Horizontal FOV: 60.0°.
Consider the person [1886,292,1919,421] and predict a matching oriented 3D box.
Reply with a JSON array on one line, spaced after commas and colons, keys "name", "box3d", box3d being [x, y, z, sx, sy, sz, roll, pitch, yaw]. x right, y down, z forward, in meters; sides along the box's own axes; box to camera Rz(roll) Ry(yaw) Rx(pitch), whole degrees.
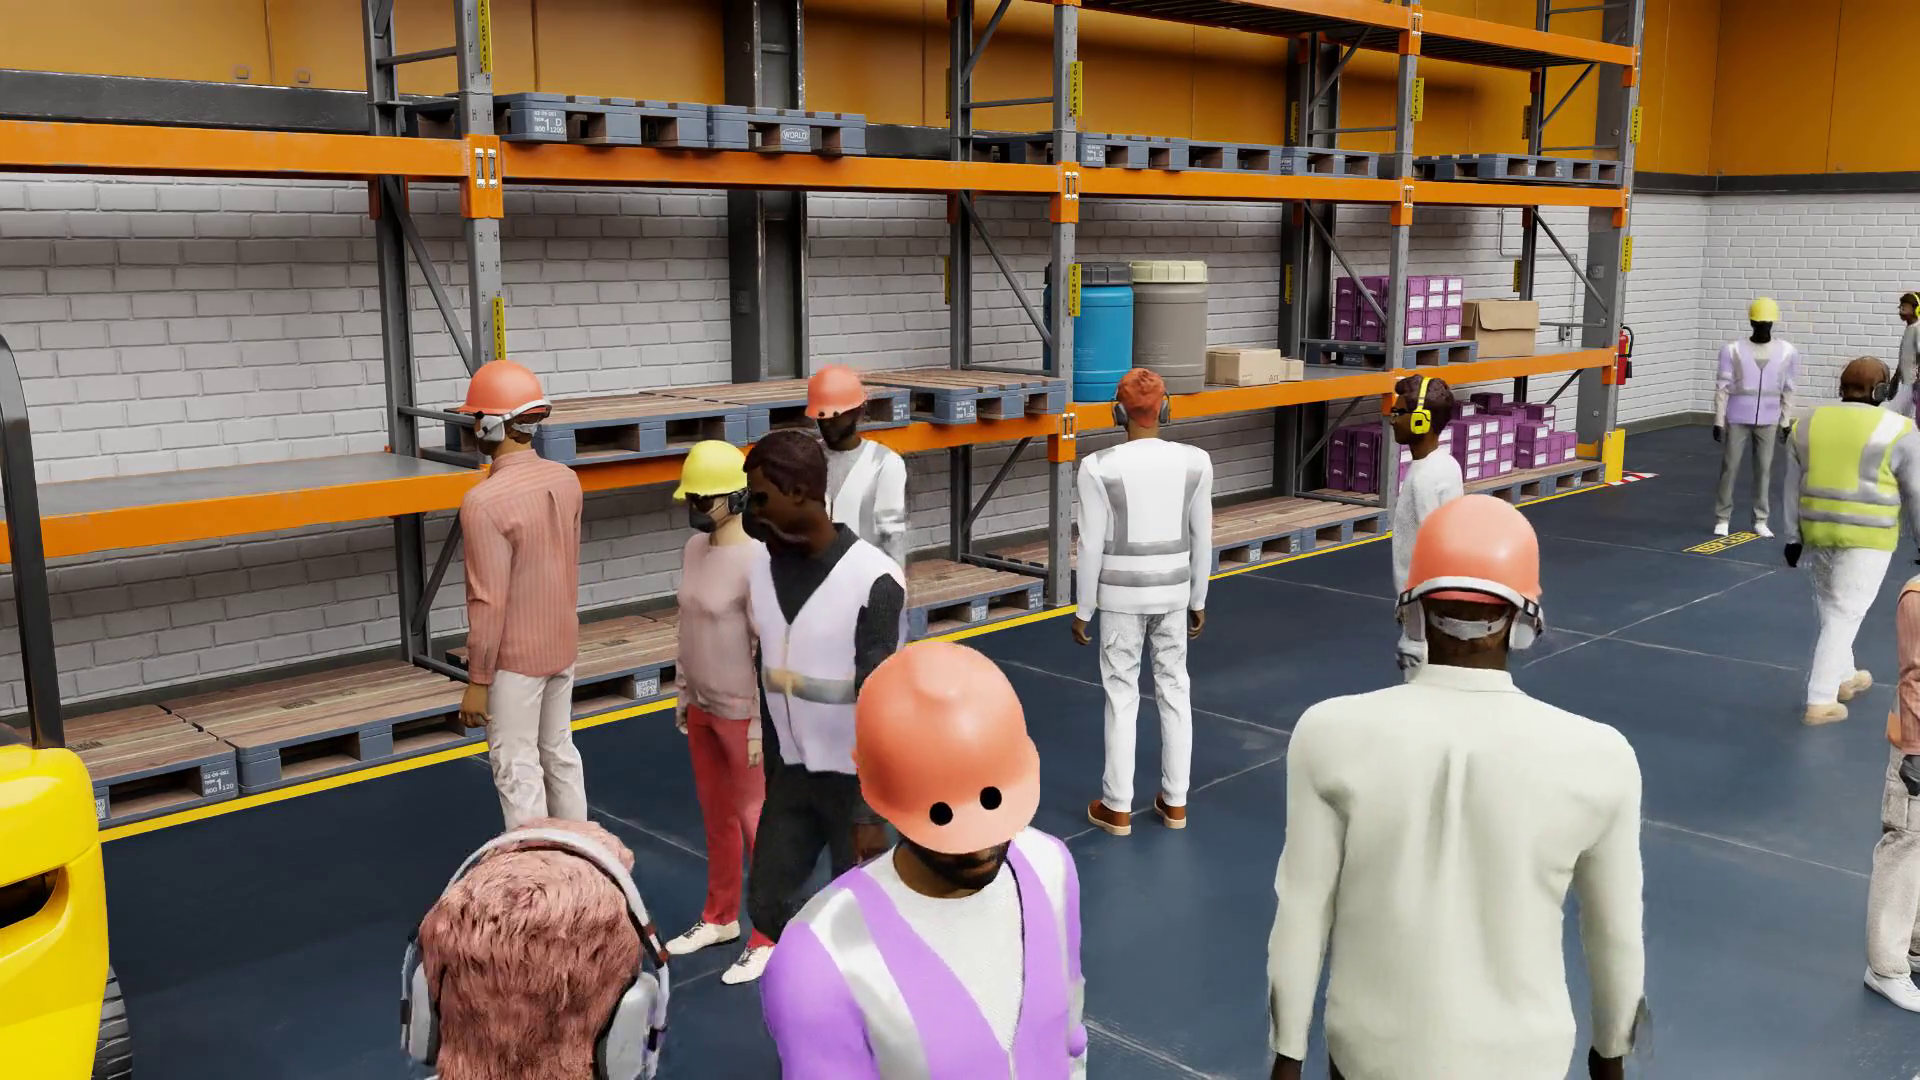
[{"name": "person", "box3d": [9.444, -1.540, 16.580, 0.448, 1.845, 0.547, 5, 12, 26]}]

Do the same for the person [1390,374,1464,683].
[{"name": "person", "box3d": [1.799, 0.286, 6.549, 0.336, 1.873, 0.521, 4, 11, 22]}]

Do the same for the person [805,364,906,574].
[{"name": "person", "box3d": [-0.456, 0.176, 7.140, 0.548, 1.890, 0.974, 4, 11, 20]}]

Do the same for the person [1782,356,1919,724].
[{"name": "person", "box3d": [4.532, -0.008, 8.329, 0.887, 1.801, 0.636, -6, 12, -30]}]

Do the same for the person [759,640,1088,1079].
[{"name": "person", "box3d": [-0.047, 1.038, 2.383, 0.565, 1.898, 0.533, -10, 14, -43]}]

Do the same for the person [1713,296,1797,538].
[{"name": "person", "box3d": [6.325, -0.973, 13.264, 0.593, 1.923, 0.382, 2, 11, 11]}]

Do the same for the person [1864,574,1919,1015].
[{"name": "person", "box3d": [3.076, 0.646, 5.216, 0.513, 1.641, 0.307, -8, 13, -36]}]

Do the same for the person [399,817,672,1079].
[{"name": "person", "box3d": [-0.358, 1.199, 1.541, 0.657, 1.880, 0.752, -3, 11, -15]}]

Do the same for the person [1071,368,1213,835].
[{"name": "person", "box3d": [0.730, 0.252, 6.693, 0.574, 1.887, 0.355, -3, 11, -14]}]

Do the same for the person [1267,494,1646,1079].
[{"name": "person", "box3d": [0.920, 0.880, 3.099, 0.658, 1.945, 0.976, 3, 11, 17]}]

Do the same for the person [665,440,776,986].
[{"name": "person", "box3d": [-0.766, 0.550, 5.399, 0.313, 1.767, 0.523, -9, 14, -41]}]

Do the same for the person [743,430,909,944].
[{"name": "person", "box3d": [-0.350, 0.643, 4.546, 0.631, 1.892, 0.446, 8, 13, 39]}]

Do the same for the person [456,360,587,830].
[{"name": "person", "box3d": [-1.490, 0.390, 5.641, 0.381, 1.995, 0.611, 3, 11, 16]}]

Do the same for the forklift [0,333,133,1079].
[{"name": "forklift", "box3d": [-3.289, 0.485, 4.582, 1.214, 2.155, 2.313, -10, 14, -44]}]
